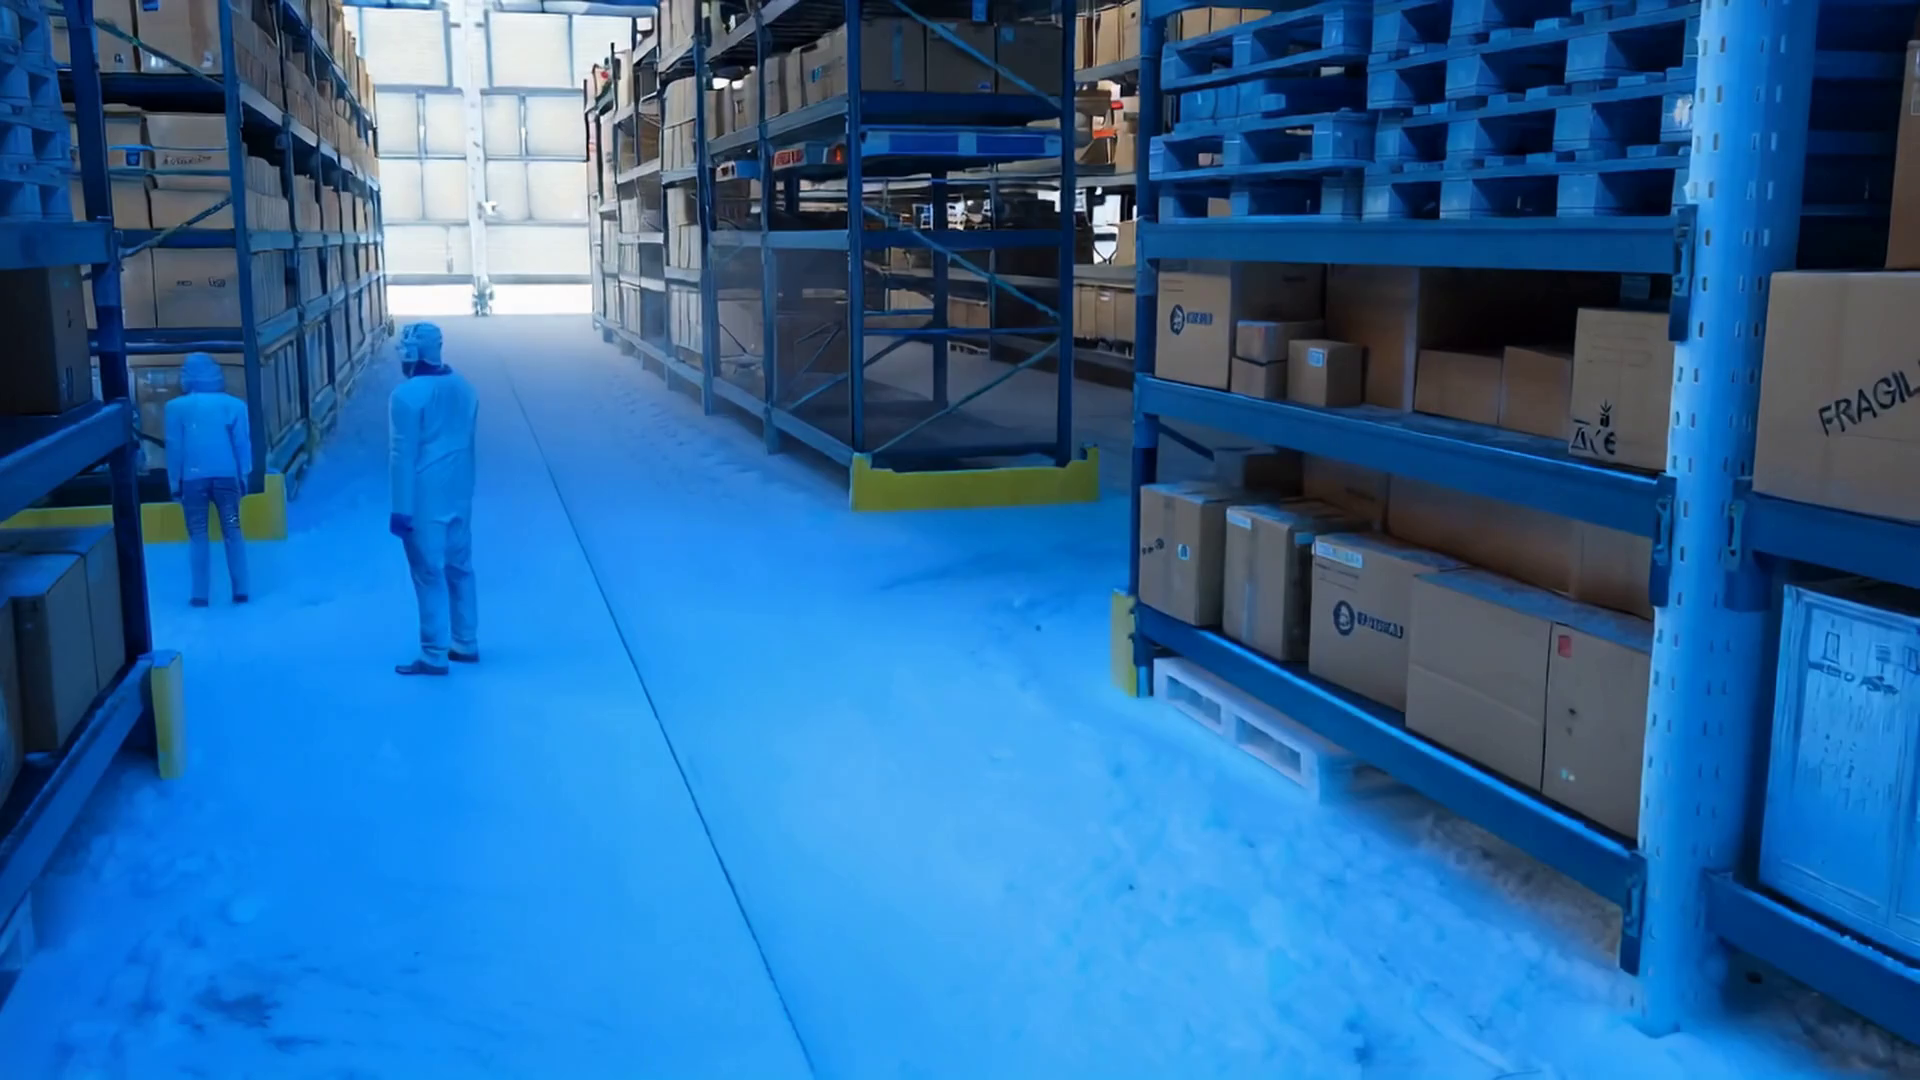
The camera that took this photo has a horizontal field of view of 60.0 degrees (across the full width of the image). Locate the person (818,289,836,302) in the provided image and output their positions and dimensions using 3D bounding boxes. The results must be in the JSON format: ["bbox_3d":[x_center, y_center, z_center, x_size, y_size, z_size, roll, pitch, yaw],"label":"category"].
[{"bbox_3d":[-2.624,-4.584,32.637,0.396,1.992,0.619,-3,11,-17],"label":"person"}]

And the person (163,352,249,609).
[{"bbox_3d":[-4.765,-0.374,10.567,0.494,1.624,0.280,-9,13,-39],"label":"person"}]

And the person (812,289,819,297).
[{"bbox_3d":[-4.096,-7.064,46.981,0.784,1.726,0.574,1,10,8],"label":"person"}]

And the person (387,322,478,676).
[{"bbox_3d":[-2.865,-0.223,8.997,0.399,1.900,0.645,3,11,16],"label":"person"}]
